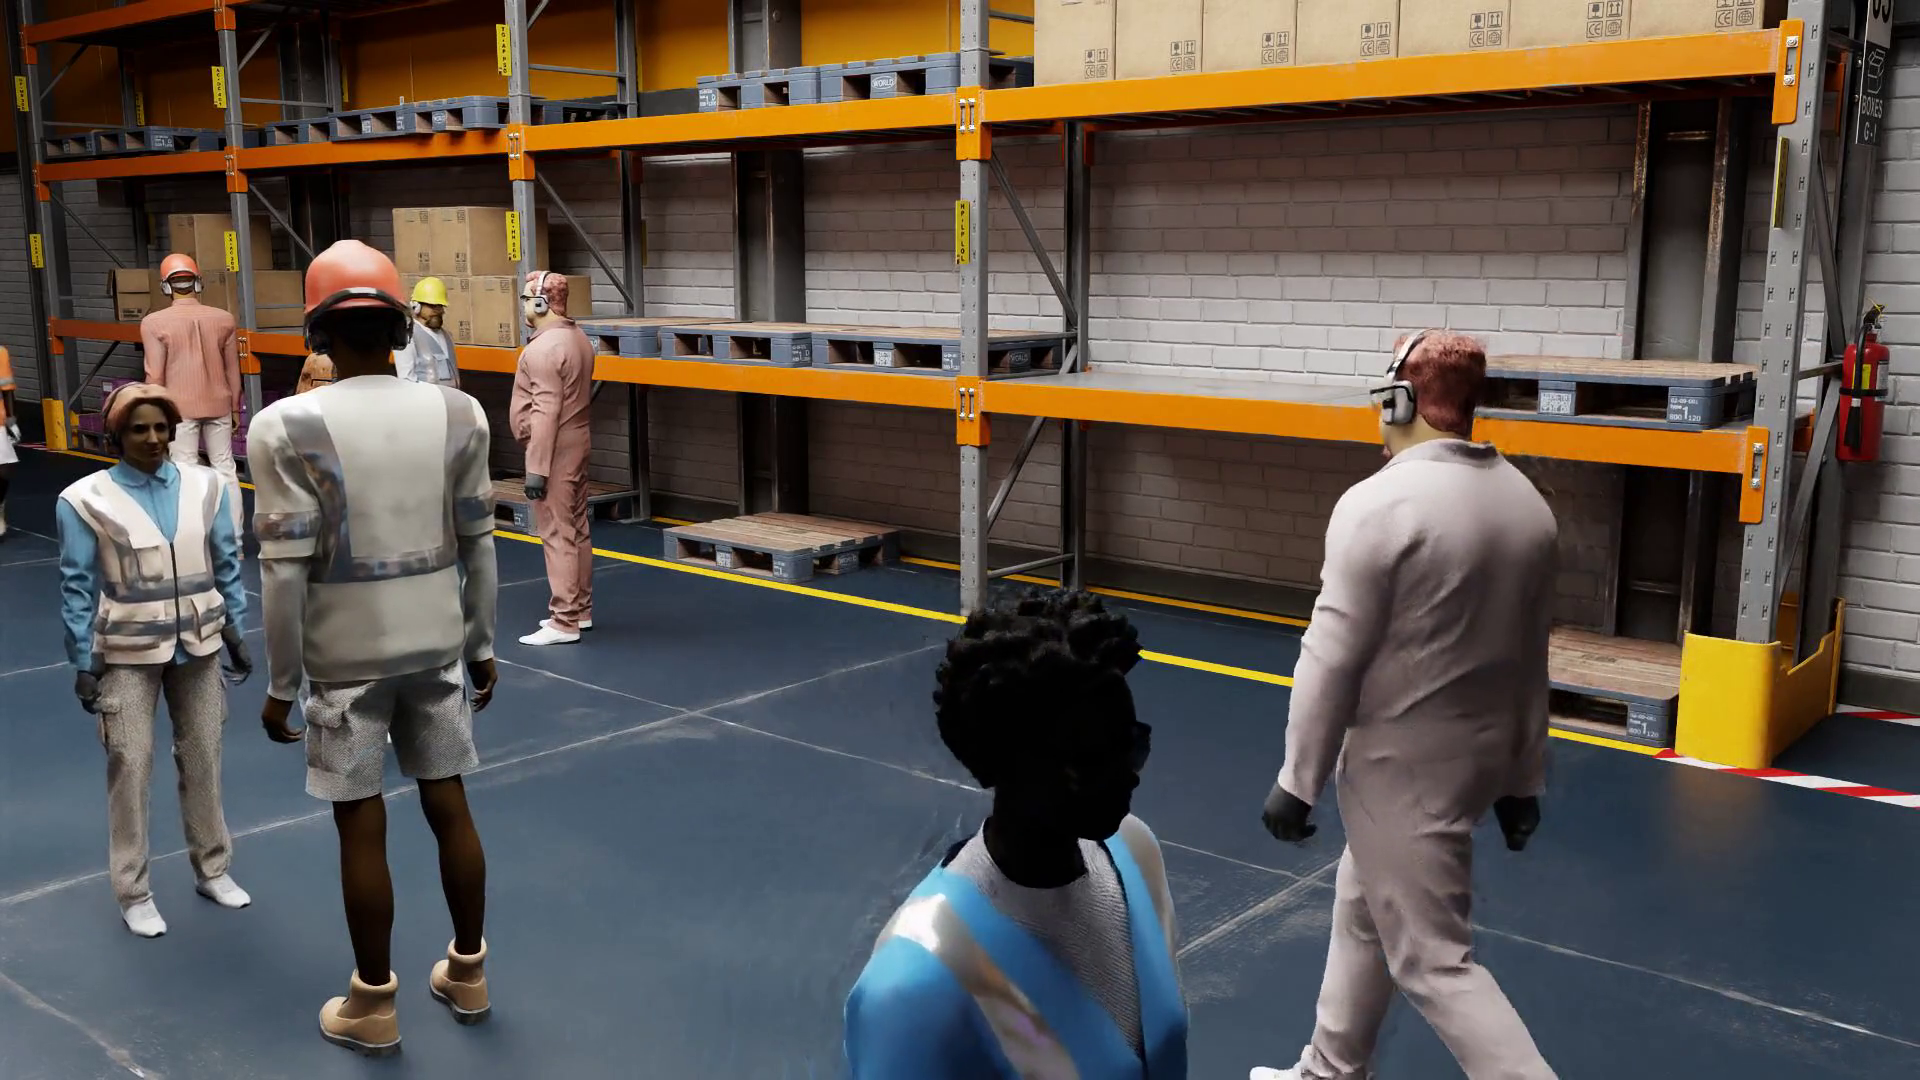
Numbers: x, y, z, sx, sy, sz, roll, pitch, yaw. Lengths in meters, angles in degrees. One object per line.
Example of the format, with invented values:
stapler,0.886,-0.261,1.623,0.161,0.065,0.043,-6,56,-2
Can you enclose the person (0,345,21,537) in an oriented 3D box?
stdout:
person,-6.580,-0.756,11.085,0.550,1.682,0.476,-6,12,-32

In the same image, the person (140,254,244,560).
person,-4.898,-0.823,10.629,0.401,1.984,0.612,9,13,42

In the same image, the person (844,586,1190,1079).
person,0.031,0.858,1.935,0.719,1.670,0.536,6,12,31

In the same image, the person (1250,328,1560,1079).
person,1.032,0.490,3.509,0.637,1.863,0.949,-9,14,-42

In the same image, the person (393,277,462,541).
person,-3.589,-0.863,11.313,0.404,1.824,0.591,2,10,13

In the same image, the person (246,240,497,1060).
person,-1.471,0.276,4.206,0.614,2.039,0.390,-9,14,-43

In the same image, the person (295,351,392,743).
person,-2.476,0.054,6.631,0.284,1.633,0.497,5,11,25

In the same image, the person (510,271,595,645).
person,-2.096,-0.418,8.543,0.408,1.908,0.643,1,10,3

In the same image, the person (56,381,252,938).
person,-2.394,0.348,4.961,0.313,1.636,0.526,8,13,38
